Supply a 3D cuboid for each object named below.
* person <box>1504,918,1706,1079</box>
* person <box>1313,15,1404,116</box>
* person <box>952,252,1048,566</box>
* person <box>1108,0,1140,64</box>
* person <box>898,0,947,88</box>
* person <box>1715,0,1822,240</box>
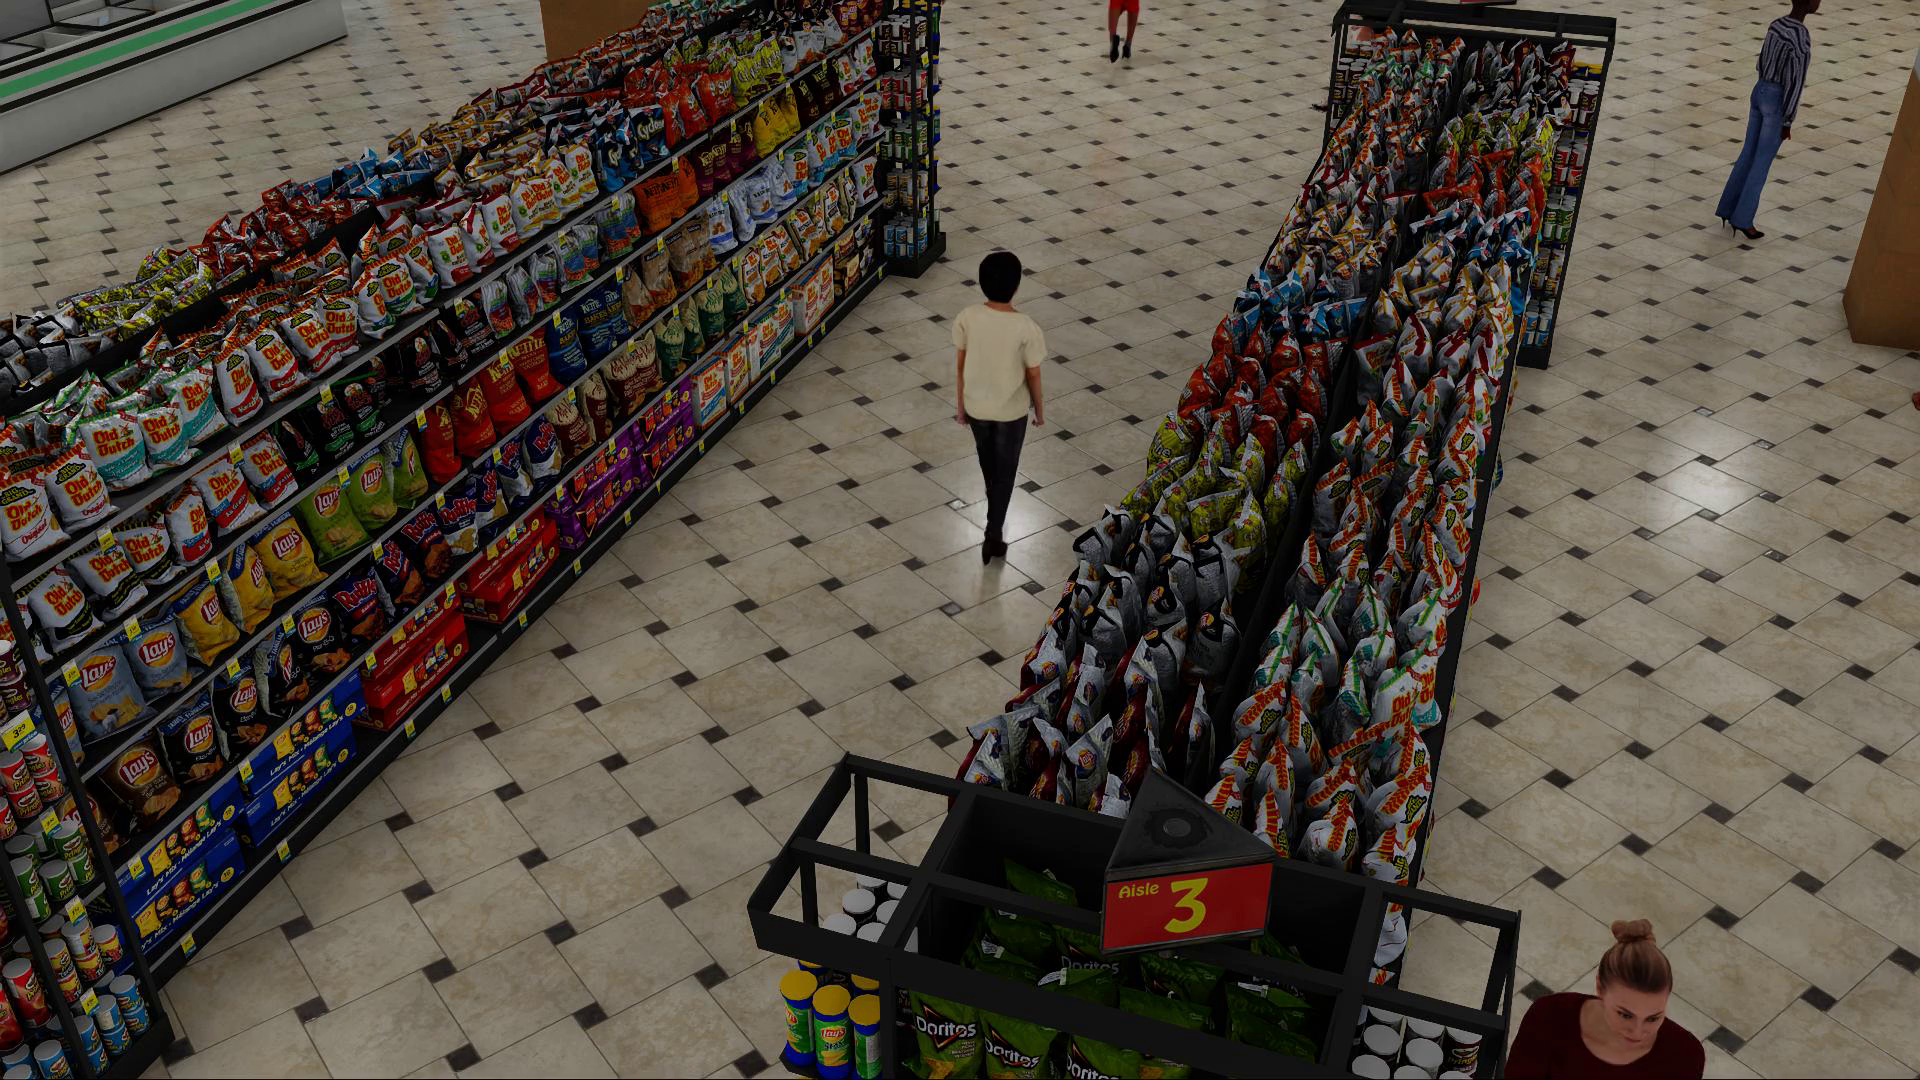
[{"bbox_3d":[1.594,1.605,4.362,0.632,1.677,0.885,11,34,18],"label":"person"},{"bbox_3d":[3.571,-4.272,13.748,0.706,1.741,0.936,7,33,11],"label":"person"},{"bbox_3d":[0.153,-0.588,7.992,0.610,1.567,0.832,12,34,18],"label":"person"},{"bbox_3d":[1.516,-5.213,15.275,0.691,1.725,1.004,5,32,9],"label":"person"},{"bbox_3d":[-0.336,-4.995,14.819,0.703,1.836,0.669,-1,32,-1],"label":"person"},{"bbox_3d":[5.690,-3.018,11.684,0.752,1.792,0.624,-3,32,-5],"label":"person"}]
